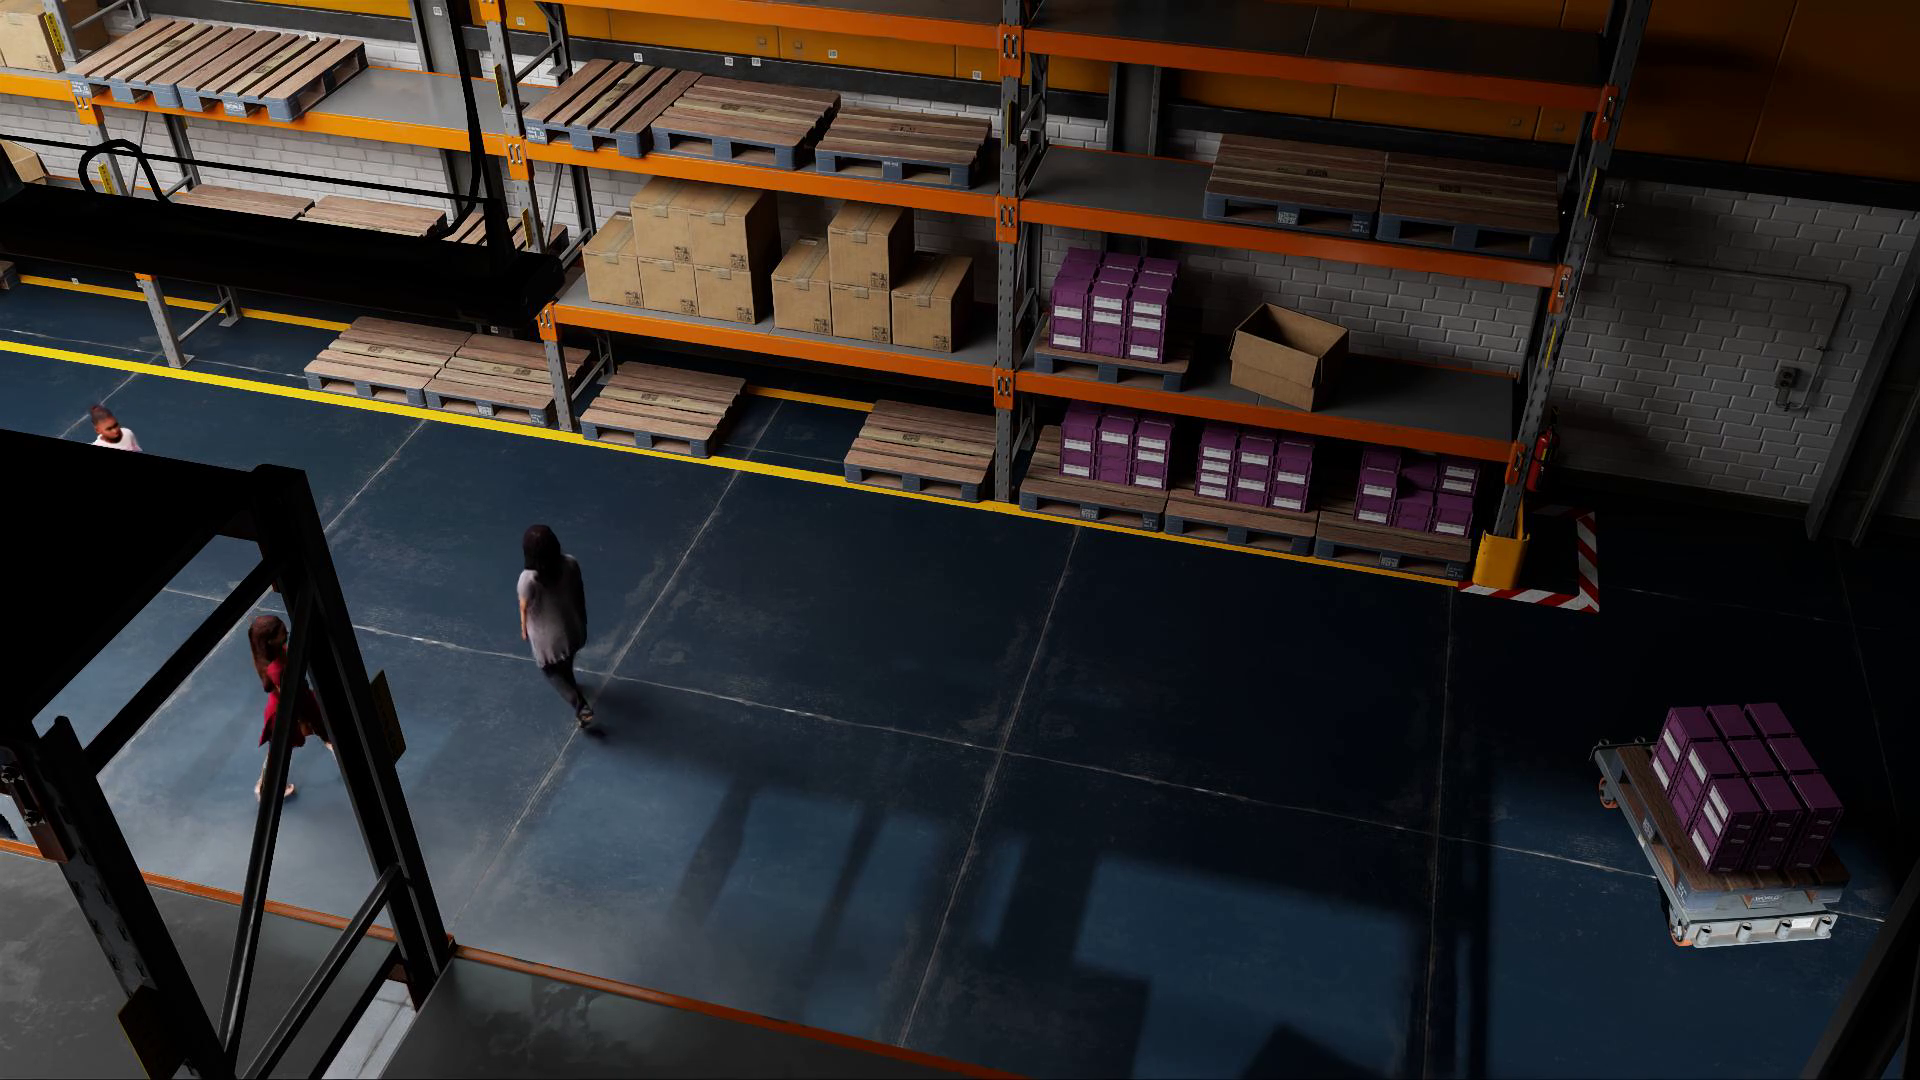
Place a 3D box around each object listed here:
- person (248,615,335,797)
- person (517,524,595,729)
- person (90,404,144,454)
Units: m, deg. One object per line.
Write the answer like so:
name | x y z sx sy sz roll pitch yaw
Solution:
person | -4.491 1.134 10.970 1.143 1.511 0.940 -12 40 -15
person | -2.786 0.615 11.562 1.070 1.583 0.894 30 47 32
person | -6.556 -0.457 13.022 0.775 1.436 0.622 18 42 21
